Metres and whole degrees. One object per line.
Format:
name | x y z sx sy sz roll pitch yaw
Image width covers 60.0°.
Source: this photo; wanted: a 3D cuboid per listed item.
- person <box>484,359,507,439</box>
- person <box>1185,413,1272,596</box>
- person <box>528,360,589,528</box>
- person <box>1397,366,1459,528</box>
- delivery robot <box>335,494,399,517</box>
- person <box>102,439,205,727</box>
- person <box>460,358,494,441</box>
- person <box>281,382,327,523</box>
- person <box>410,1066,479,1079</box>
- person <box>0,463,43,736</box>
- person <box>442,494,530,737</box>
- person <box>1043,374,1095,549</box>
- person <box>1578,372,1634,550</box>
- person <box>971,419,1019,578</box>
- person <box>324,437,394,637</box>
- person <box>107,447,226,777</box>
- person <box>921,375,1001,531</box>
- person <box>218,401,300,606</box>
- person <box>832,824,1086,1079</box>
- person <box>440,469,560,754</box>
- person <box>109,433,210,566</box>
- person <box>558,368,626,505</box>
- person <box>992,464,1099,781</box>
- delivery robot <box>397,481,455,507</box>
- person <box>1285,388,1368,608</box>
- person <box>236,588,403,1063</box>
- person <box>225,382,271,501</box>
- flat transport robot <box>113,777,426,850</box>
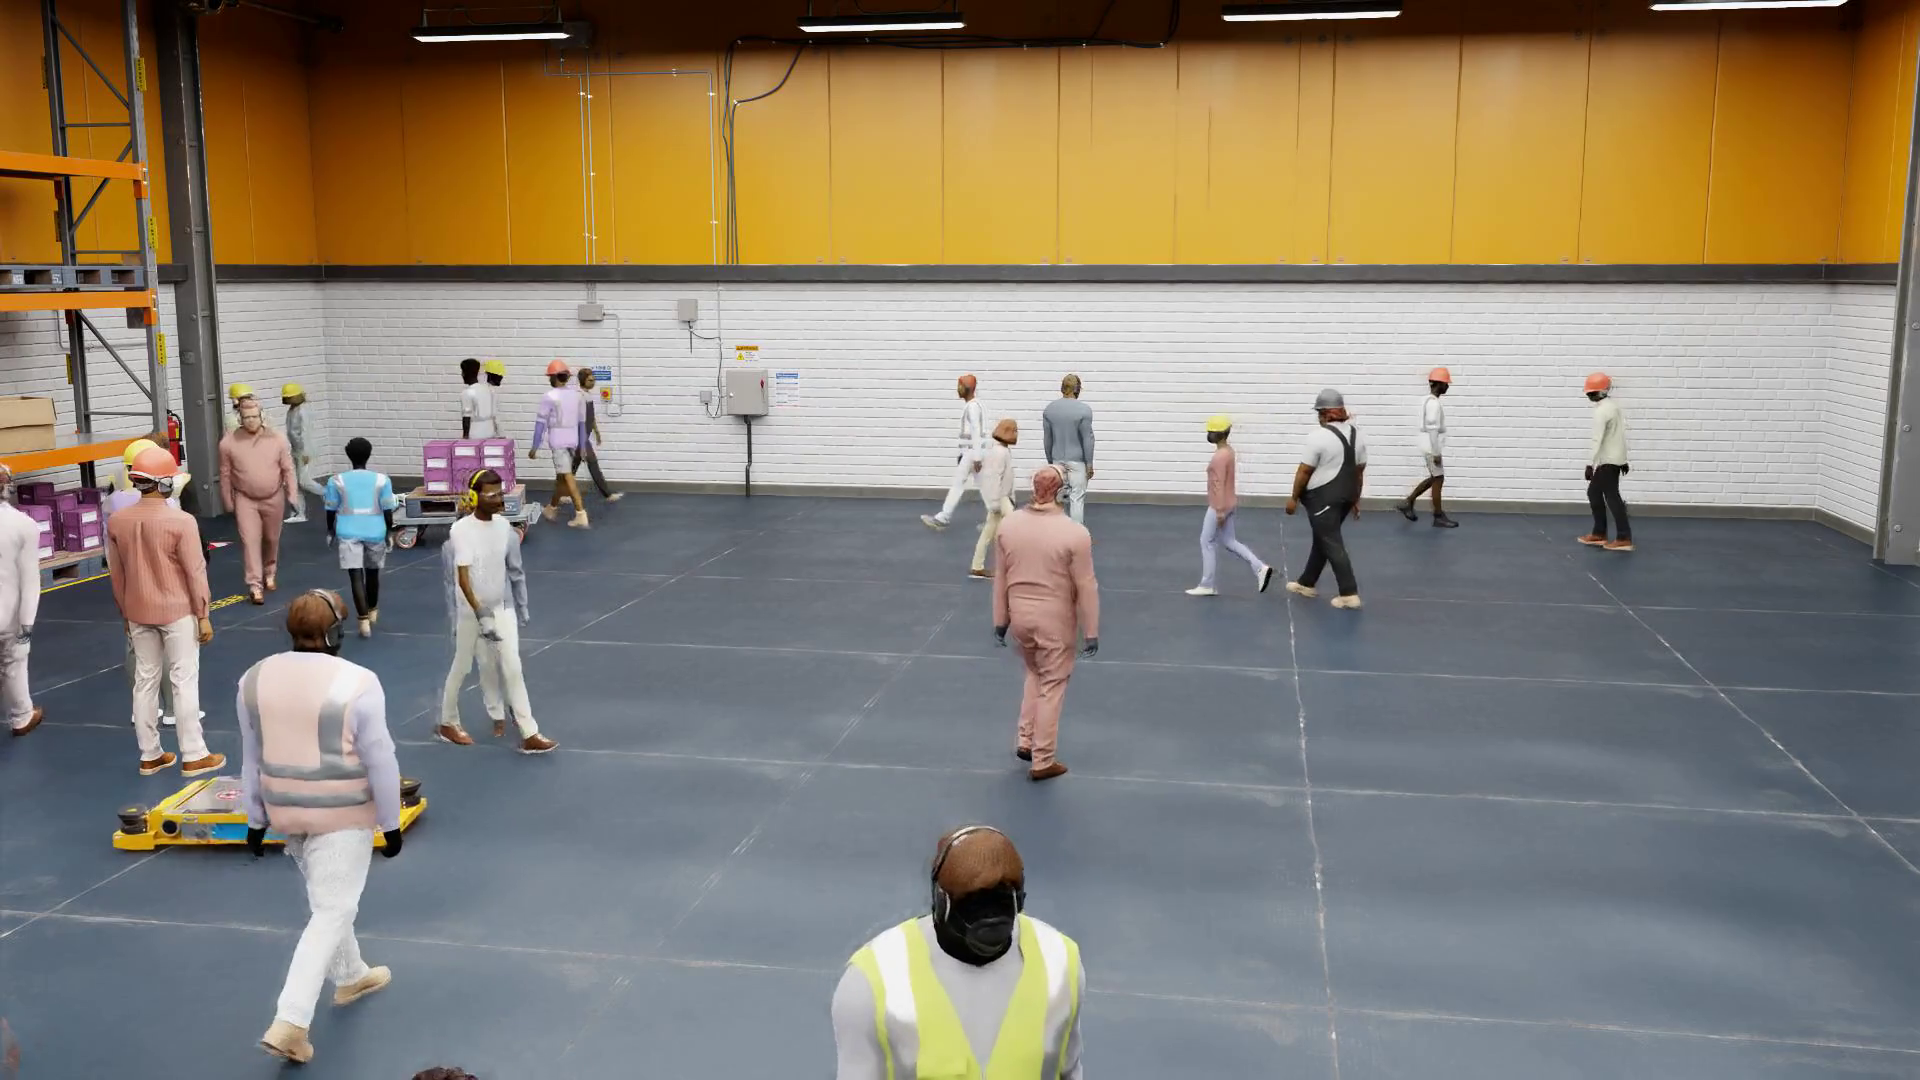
person | -6.122 -1.424 21.859 0.416 1.897 0.587 -3 10 -16
person | 2.503 -0.316 15.450 0.731 1.738 0.538 4 10 25
person | -4.789 -1.144 19.835 1.036 1.987 0.640 6 11 33
person | 5.613 -1.104 19.792 0.672 1.923 0.549 2 9 13
delivery robot | -6.942 -0.408 19.404 0.707 0.478 0.477 -6 11 -32
person | -5.407 0.290 11.116 0.585 1.928 0.369 2 9 15
person | -6.132 -1.330 21.093 0.411 1.954 0.625 4 10 24
person | -7.956 -1.074 20.199 0.552 1.718 0.498 -9 13 -43
person | -0.736 1.702 2.606 0.527 1.845 0.453 1 9 3
person | -6.111 0.437 10.491 0.650 1.836 1.040 -3 10 -18
person | -3.077 0.492 10.825 0.531 1.610 0.343 -2 9 -12
person | 1.196 -0.841 18.119 0.628 1.935 0.373 7 11 36
person | 7.068 -0.859 18.174 0.736 1.943 0.635 5 11 30
person | 0.507 -0.391 16.368 0.862 1.581 0.510 1 9 4
person | -5.049 -0.034 14.010 0.542 1.646 0.881 -4 10 -25
person | -4.781 0.437 9.998 0.612 1.995 0.377 2 9 10
person | 0.049 -1.007 19.440 0.989 1.828 0.605 0 9 2
person | -6.530 -0.376 15.506 0.648 1.859 1.006 -5 10 -29
person | 0.004 1.522 3.930 0.621 1.798 0.999 -2 9 -12
person | -2.983 0.450 10.494 0.973 1.809 0.493 6 11 34
person | -6.147 0.071 12.870 0.651 1.798 0.929 -1 9 -4
person | -4.822 -1.340 21.634 0.955 1.783 0.654 0 9 2
person | 0.545 0.489 9.982 0.680 1.890 0.505 7 11 36
delivery robot | -6.294 -0.462 19.744 0.707 0.478 0.477 -7 12 -39
person | 3.362 -0.424 15.201 0.687 2.000 1.010 -8 12 -40
person | -2.536 1.093 6.542 0.640 1.810 0.910 3 10 16
person | -7.976 -0.870 18.696 0.535 1.810 0.630 4 10 21
flat transport robot | -3.698 1.462 8.969 1.431 0.197 0.652 0 9 -1
